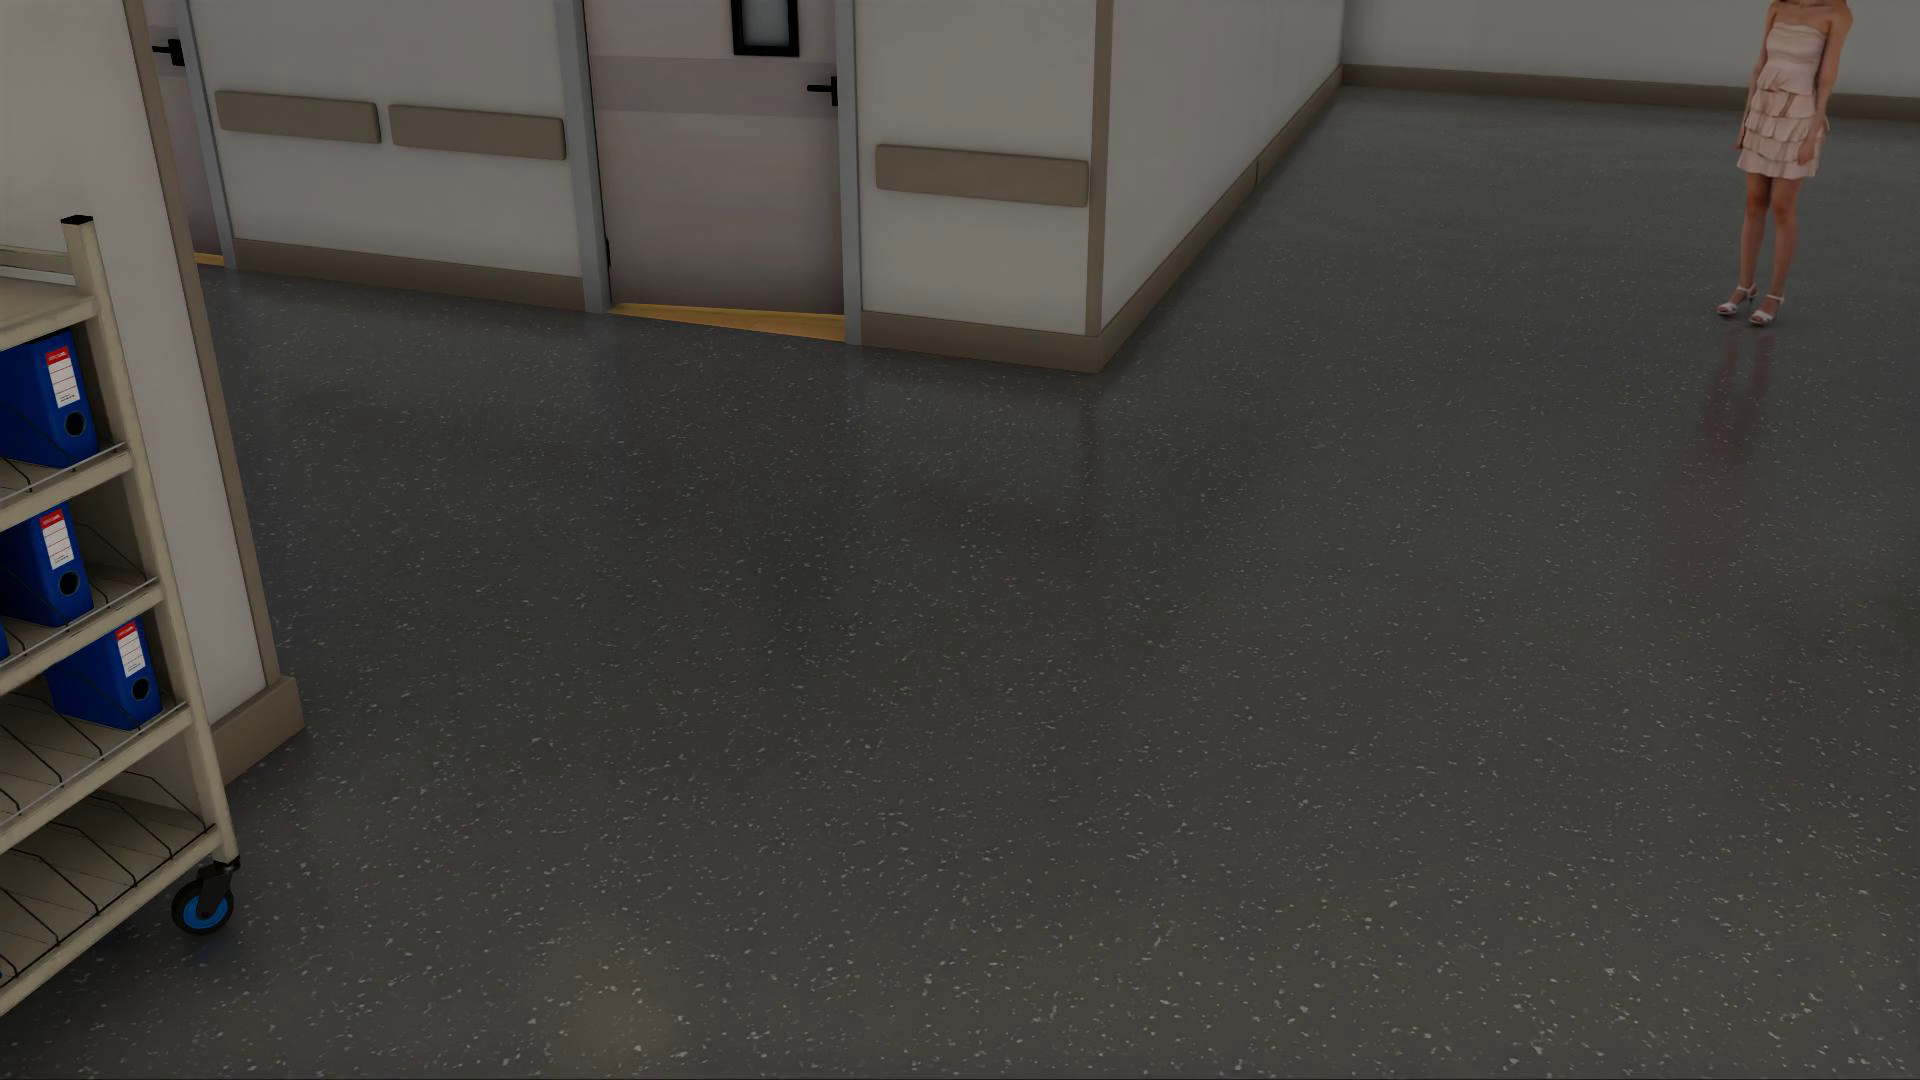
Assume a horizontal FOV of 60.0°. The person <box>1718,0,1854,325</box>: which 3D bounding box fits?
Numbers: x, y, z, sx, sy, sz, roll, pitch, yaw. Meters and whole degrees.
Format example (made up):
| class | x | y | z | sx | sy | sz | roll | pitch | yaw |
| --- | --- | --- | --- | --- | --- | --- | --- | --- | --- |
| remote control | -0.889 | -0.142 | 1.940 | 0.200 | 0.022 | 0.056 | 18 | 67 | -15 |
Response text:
| class | x | y | z | sx | sy | sz | roll | pitch | yaw |
| --- | --- | --- | --- | --- | --- | --- | --- | --- | --- |
| person | 3.688 | -1.818 | 7.400 | 0.713 | 1.733 | 0.652 | -12 | 28 | -23 |
